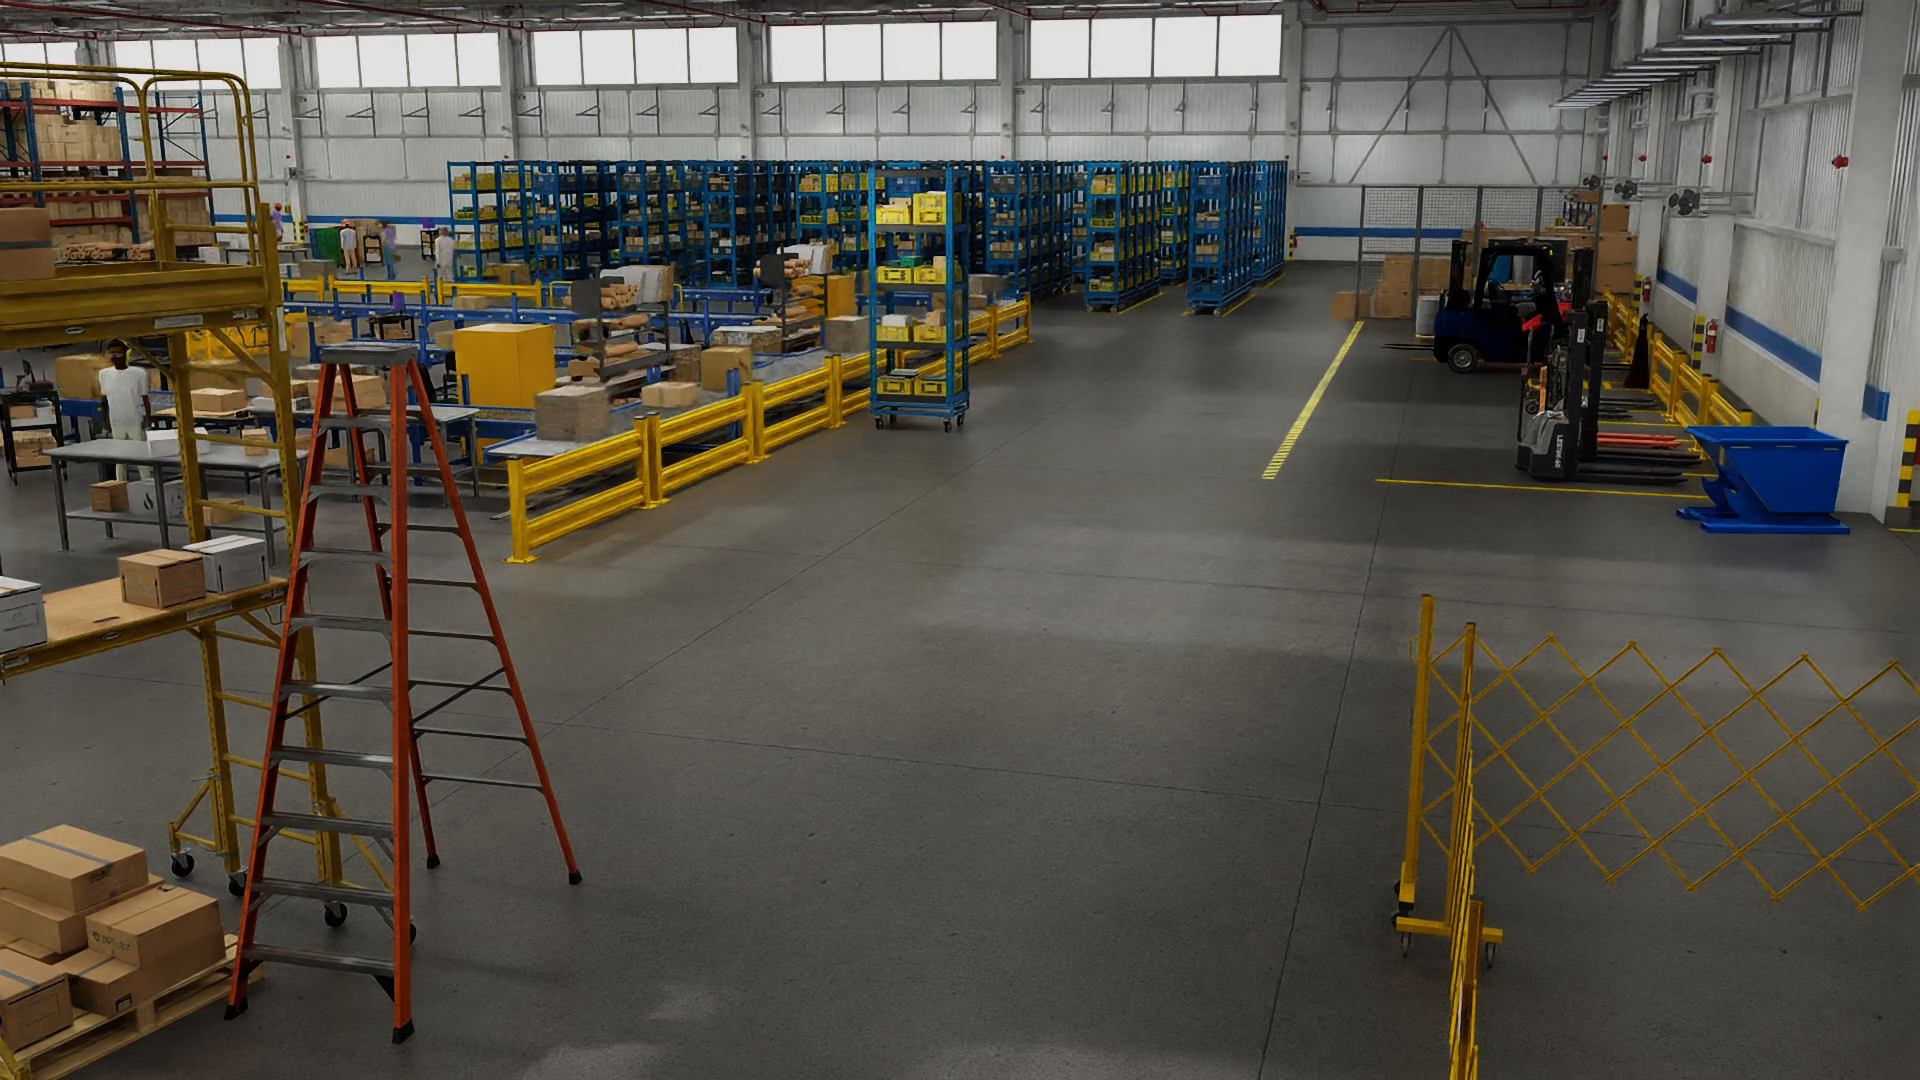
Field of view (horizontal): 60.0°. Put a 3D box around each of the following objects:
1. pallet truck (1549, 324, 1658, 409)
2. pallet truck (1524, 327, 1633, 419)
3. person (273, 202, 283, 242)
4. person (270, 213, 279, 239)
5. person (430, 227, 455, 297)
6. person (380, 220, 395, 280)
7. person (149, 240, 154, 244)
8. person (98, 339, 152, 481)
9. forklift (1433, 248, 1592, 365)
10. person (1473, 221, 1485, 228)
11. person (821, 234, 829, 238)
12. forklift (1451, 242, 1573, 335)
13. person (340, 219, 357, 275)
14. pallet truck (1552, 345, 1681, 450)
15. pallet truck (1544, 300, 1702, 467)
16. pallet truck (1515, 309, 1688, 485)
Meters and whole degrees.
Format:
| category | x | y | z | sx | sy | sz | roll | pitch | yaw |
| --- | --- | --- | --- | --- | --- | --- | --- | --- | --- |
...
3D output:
| category | x | y | z | sx | sy | sz | roll | pitch | yaw |
| --- | --- | --- | --- | --- | --- | --- | --- | --- | --- |
| pallet truck | 9.824 | -2.669 | 25.407 | 1.601 | 1.201 | 0.680 | 4 | 14 | 16 |
| pallet truck | 9.065 | -2.460 | 24.370 | 1.522 | 1.261 | 0.704 | 3 | 13 | 14 |
| person | -26.819 | -12.315 | 65.526 | 0.551 | 1.934 | 0.373 | 13 | 18 | 43 |
| person | -25.223 | -11.135 | 60.944 | 0.887 | 1.702 | 0.496 | 13 | 18 | 43 |
| person | -13.950 | -7.468 | 44.753 | 0.818 | 1.866 | 0.681 | 9 | 16 | 33 |
| person | -17.606 | -8.906 | 51.048 | 0.505 | 1.826 | 0.579 | 0 | 13 | 0 |
| person | -21.632 | -7.511 | 45.046 | 0.425 | 1.817 | 0.595 | 3 | 13 | 14 |
| person | -8.870 | -1.209 | 17.703 | 0.514 | 1.872 | 0.328 | -3 | 13 | -12 |
| forklift | 9.780 | -4.111 | 29.280 | 2.680 | 1.987 | 1.157 | 3 | 13 | 14 |
| person | 14.285 | -7.824 | 46.037 | 0.403 | 1.987 | 0.608 | 6 | 14 | 23 |
| person | -4.780 | -10.533 | 58.224 | 0.932 | 1.758 | 0.631 | -2 | 13 | -9 |
| forklift | 10.464 | -4.597 | 31.405 | 2.680 | 1.987 | 1.157 | 4 | 14 | 16 |
| person | -19.528 | -9.341 | 53.078 | 0.342 | 1.749 | 0.569 | 9 | 16 | 33 |
| pallet truck | 8.641 | -1.896 | 21.908 | 1.630 | 1.274 | 0.653 | 4 | 14 | 16 |
| pallet truck | 8.263 | -1.952 | 20.631 | 1.885 | 1.965 | 0.823 | 5 | 14 | 20 |
| pallet truck | 7.554 | -1.677 | 19.446 | 1.885 | 1.965 | 0.823 | 3 | 13 | 14 |
